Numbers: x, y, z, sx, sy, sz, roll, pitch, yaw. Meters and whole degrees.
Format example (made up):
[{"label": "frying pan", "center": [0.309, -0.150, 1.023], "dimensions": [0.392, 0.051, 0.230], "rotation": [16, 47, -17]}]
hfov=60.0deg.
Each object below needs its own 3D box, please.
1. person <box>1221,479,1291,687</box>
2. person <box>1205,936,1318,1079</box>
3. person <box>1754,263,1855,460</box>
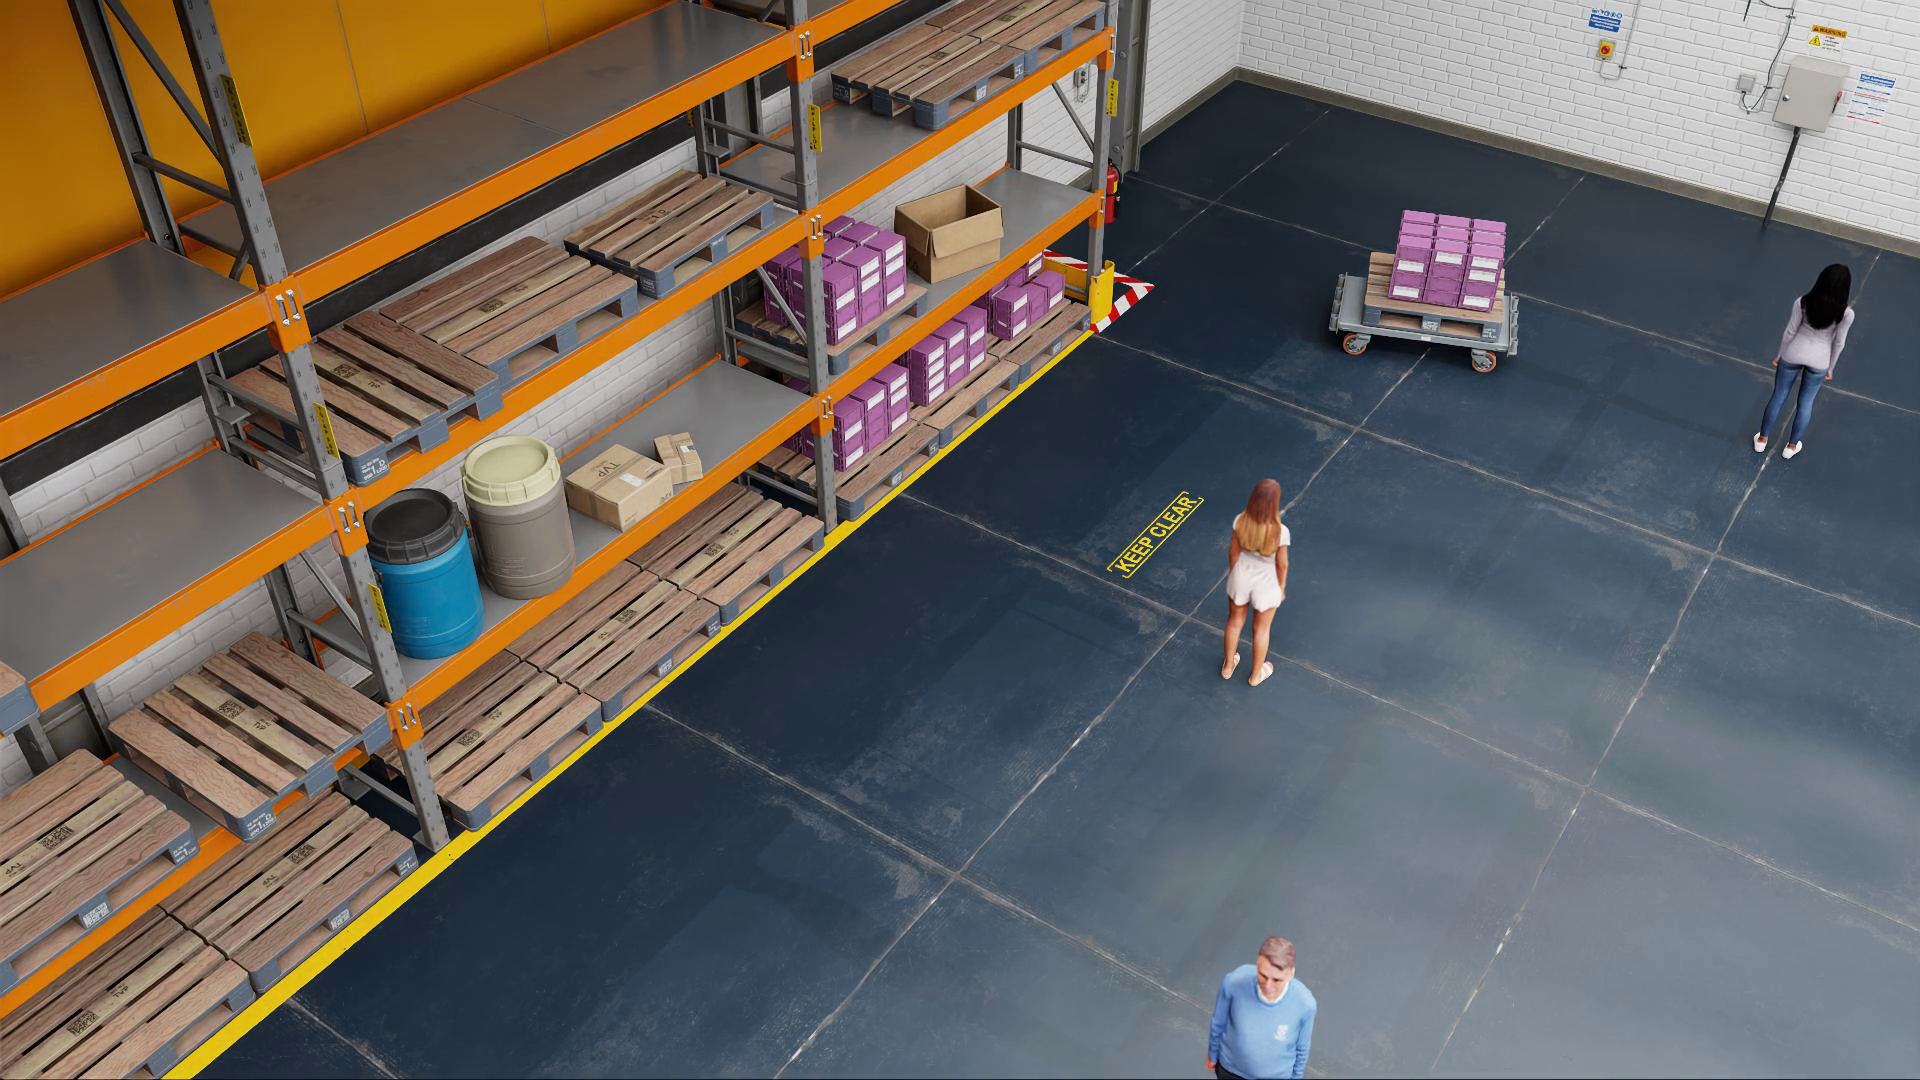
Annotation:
[{"label": "person", "center": [2.010, 0.293, 11.363], "dimensions": [0.582, 1.696, 0.572], "rotation": [20, 43, 23]}, {"label": "person", "center": [1.494, 2.601, 8.374], "dimensions": [0.715, 1.820, 0.672], "rotation": [12, 40, 14]}, {"label": "person", "center": [6.869, -1.456, 13.523], "dimensions": [0.620, 1.734, 0.546], "rotation": [19, 43, 23]}]
